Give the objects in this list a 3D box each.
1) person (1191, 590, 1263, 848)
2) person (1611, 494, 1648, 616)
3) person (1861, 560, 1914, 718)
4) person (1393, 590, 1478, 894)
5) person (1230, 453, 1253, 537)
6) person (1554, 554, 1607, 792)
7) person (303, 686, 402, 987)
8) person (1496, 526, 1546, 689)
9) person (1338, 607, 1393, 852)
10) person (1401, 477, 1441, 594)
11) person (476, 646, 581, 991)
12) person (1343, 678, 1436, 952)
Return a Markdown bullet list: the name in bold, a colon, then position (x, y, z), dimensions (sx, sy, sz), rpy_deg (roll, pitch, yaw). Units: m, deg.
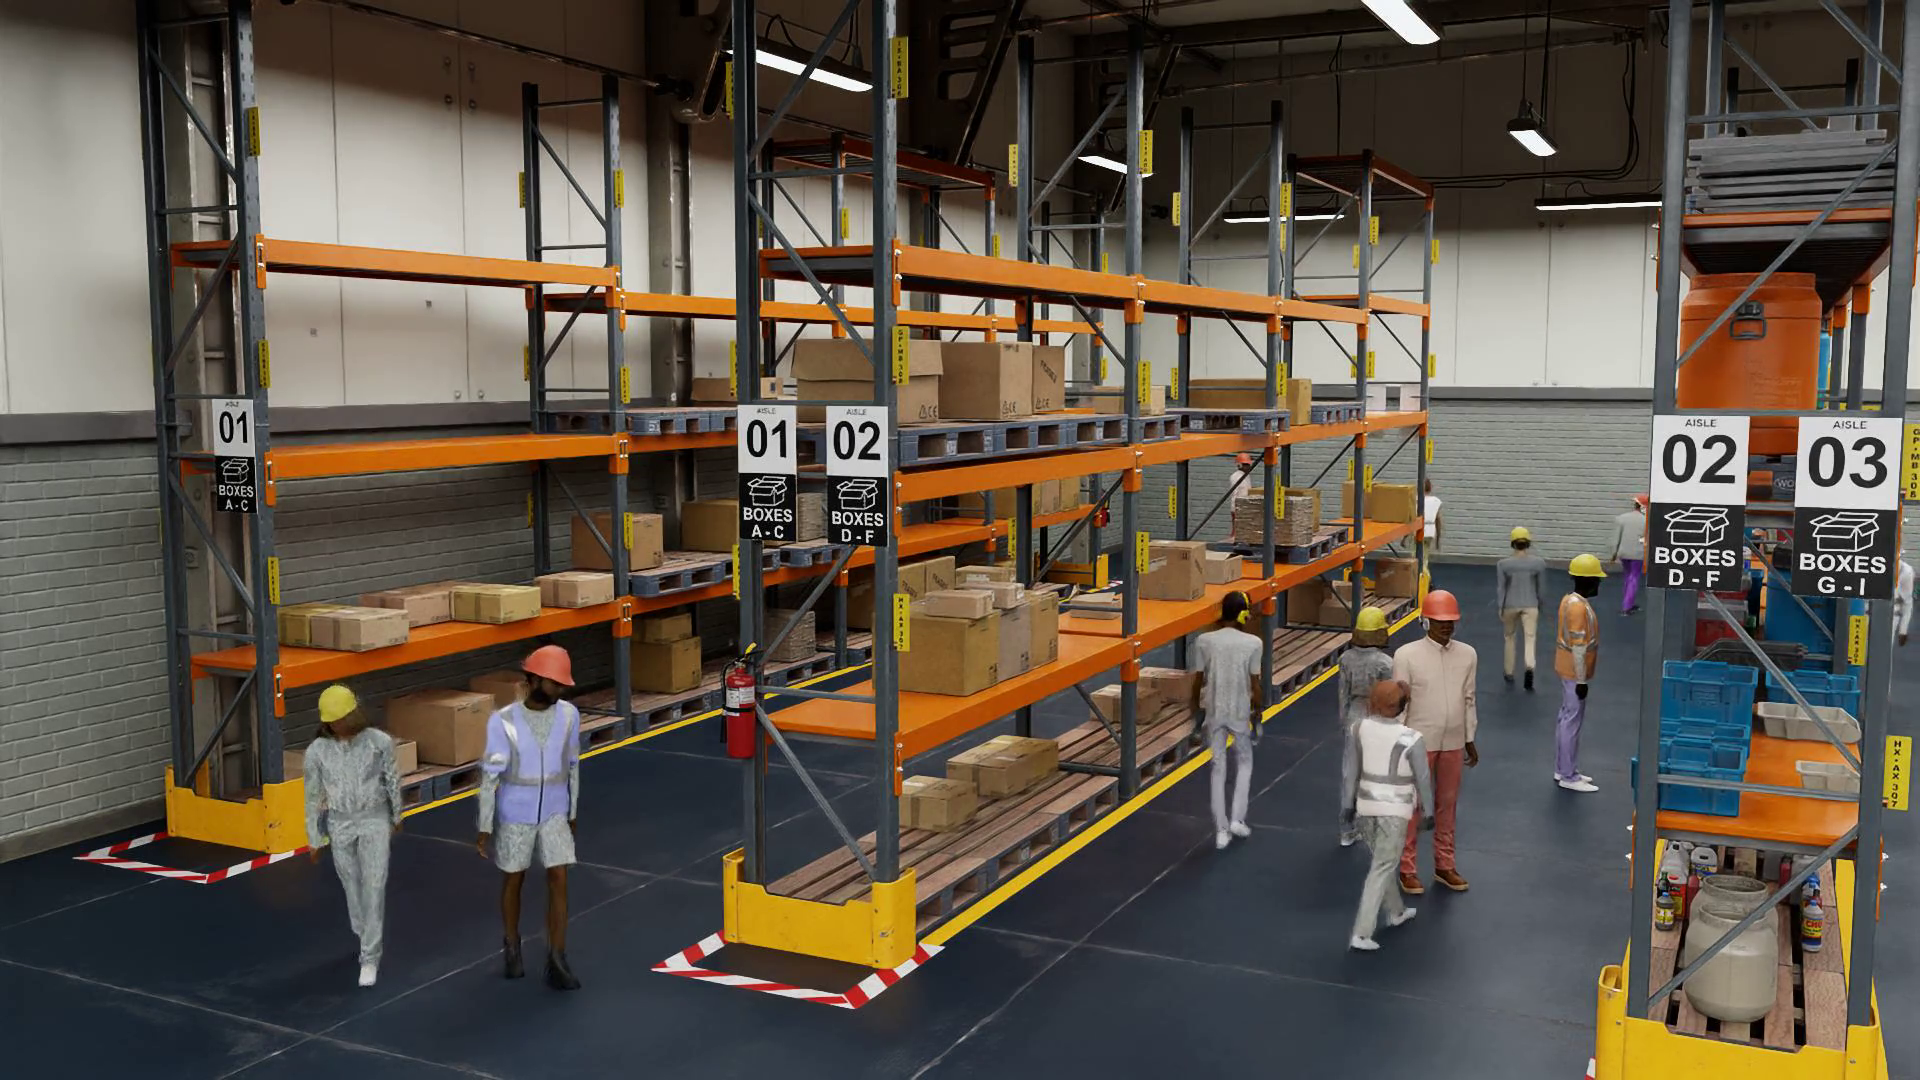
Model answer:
- **person**: position (1.942, 1.276, 12.031), dimensions (0.553, 1.838, 0.584), rpy_deg (2, 6, 21)
- **person**: position (9.438, 0.200, 23.169), dimensions (0.729, 1.698, 0.621), rpy_deg (-4, 7, -35)
- **person**: position (9.083, 0.820, 16.428), dimensions (0.500, 1.900, 0.581), rpy_deg (-3, 7, -26)
- **person**: position (3.120, 1.315, 10.919), dimensions (0.622, 1.993, 0.382), rpy_deg (-2, 6, -15)
- **person**: position (4.873, -0.504, 28.708), dimensions (0.405, 1.987, 0.645), rpy_deg (4, 7, 36)
- **person**: position (5.060, 1.073, 13.596), dimensions (0.372, 1.928, 0.584), rpy_deg (2, 6, 15)
- **person**: position (-3.408, 1.628, 9.345), dimensions (0.496, 1.675, 0.832), rpy_deg (-2, 6, -15)
- **person**: position (6.052, 0.718, 17.947), dimensions (0.525, 1.738, 0.782), rpy_deg (2, 6, 16)
- **person**: position (2.924, 1.342, 11.867), dimensions (0.294, 1.744, 0.487), rpy_deg (-5, 8, -41)
- **person**: position (6.957, -0.045, 24.967), dimensions (0.582, 1.827, 0.716), rpy_deg (-1, 6, -14)
- **person**: position (-2.362, 1.542, 9.165), dimensions (0.657, 1.889, 0.880), rpy_deg (-3, 7, -28)
- **person**: position (2.551, 1.615, 9.918), dimensions (0.848, 1.594, 0.517), rpy_deg (-4, 7, -37)
